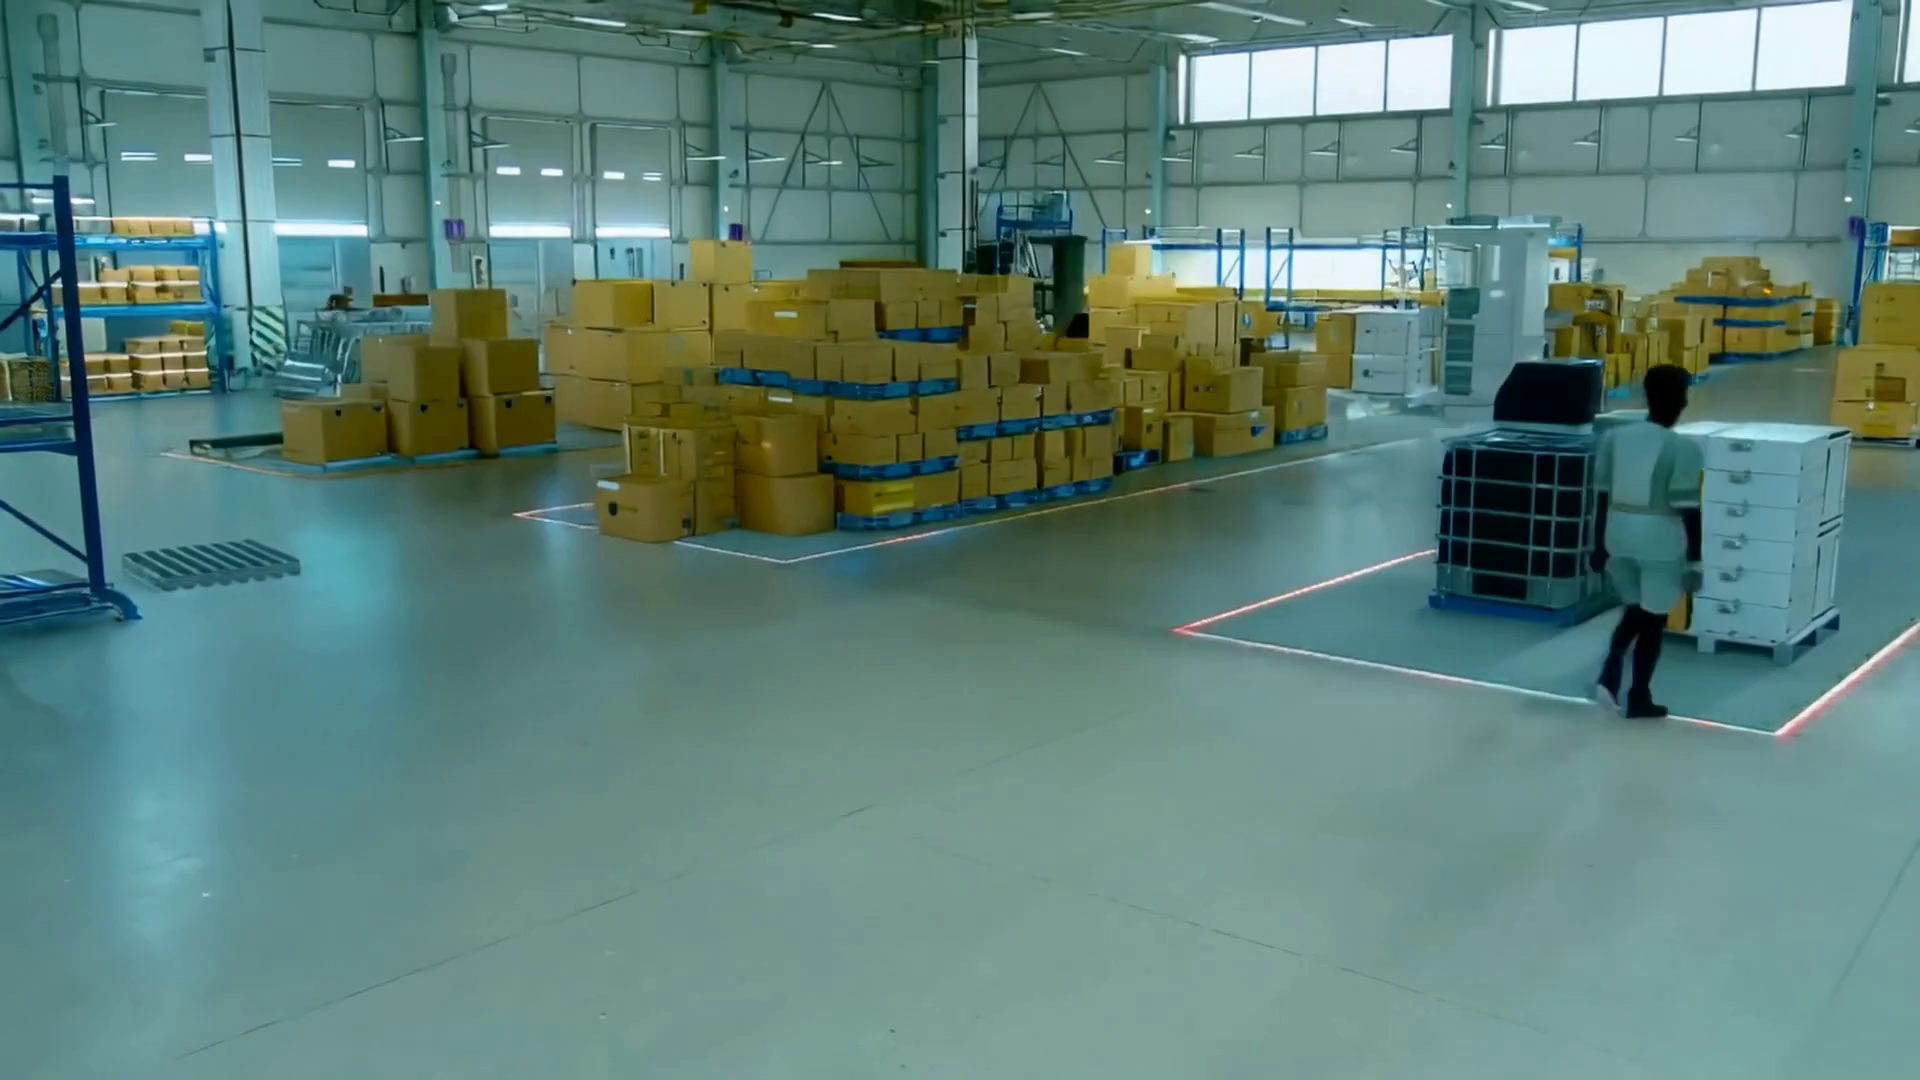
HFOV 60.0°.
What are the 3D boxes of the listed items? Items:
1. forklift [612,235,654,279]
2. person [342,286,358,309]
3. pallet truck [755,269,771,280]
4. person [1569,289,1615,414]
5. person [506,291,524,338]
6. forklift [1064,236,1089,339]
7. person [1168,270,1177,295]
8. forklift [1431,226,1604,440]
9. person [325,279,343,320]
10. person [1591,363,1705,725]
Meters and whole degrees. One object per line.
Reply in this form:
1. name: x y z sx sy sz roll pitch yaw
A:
1. forklift: -7.300 -5.450 37.421 1.873 2.768 1.129 8 13 40
2. person: -15.059 -5.426 40.911 0.524 1.611 0.754 6 12 31
3. pallet truck: -4.996 -6.432 45.525 1.885 1.965 0.823 -6 12 -32
4. person: 8.778 -2.488 23.096 0.611 1.988 0.391 9 13 40
5. person: -7.026 -2.905 25.840 0.650 1.887 0.848 6 11 29
6. forklift: 2.649 -5.612 38.343 1.873 2.768 1.129 2 10 13
7. person: 5.983 -6.670 47.132 0.624 1.915 0.565 3 10 17
8. forklift: 7.339 -2.688 21.696 1.873 2.768 1.129 8 13 40
9. person: -13.737 -4.830 36.763 0.582 1.869 0.586 -7 12 -34
10. person: 3.685 0.029 8.871 0.425 1.945 0.628 -5 11 -29
